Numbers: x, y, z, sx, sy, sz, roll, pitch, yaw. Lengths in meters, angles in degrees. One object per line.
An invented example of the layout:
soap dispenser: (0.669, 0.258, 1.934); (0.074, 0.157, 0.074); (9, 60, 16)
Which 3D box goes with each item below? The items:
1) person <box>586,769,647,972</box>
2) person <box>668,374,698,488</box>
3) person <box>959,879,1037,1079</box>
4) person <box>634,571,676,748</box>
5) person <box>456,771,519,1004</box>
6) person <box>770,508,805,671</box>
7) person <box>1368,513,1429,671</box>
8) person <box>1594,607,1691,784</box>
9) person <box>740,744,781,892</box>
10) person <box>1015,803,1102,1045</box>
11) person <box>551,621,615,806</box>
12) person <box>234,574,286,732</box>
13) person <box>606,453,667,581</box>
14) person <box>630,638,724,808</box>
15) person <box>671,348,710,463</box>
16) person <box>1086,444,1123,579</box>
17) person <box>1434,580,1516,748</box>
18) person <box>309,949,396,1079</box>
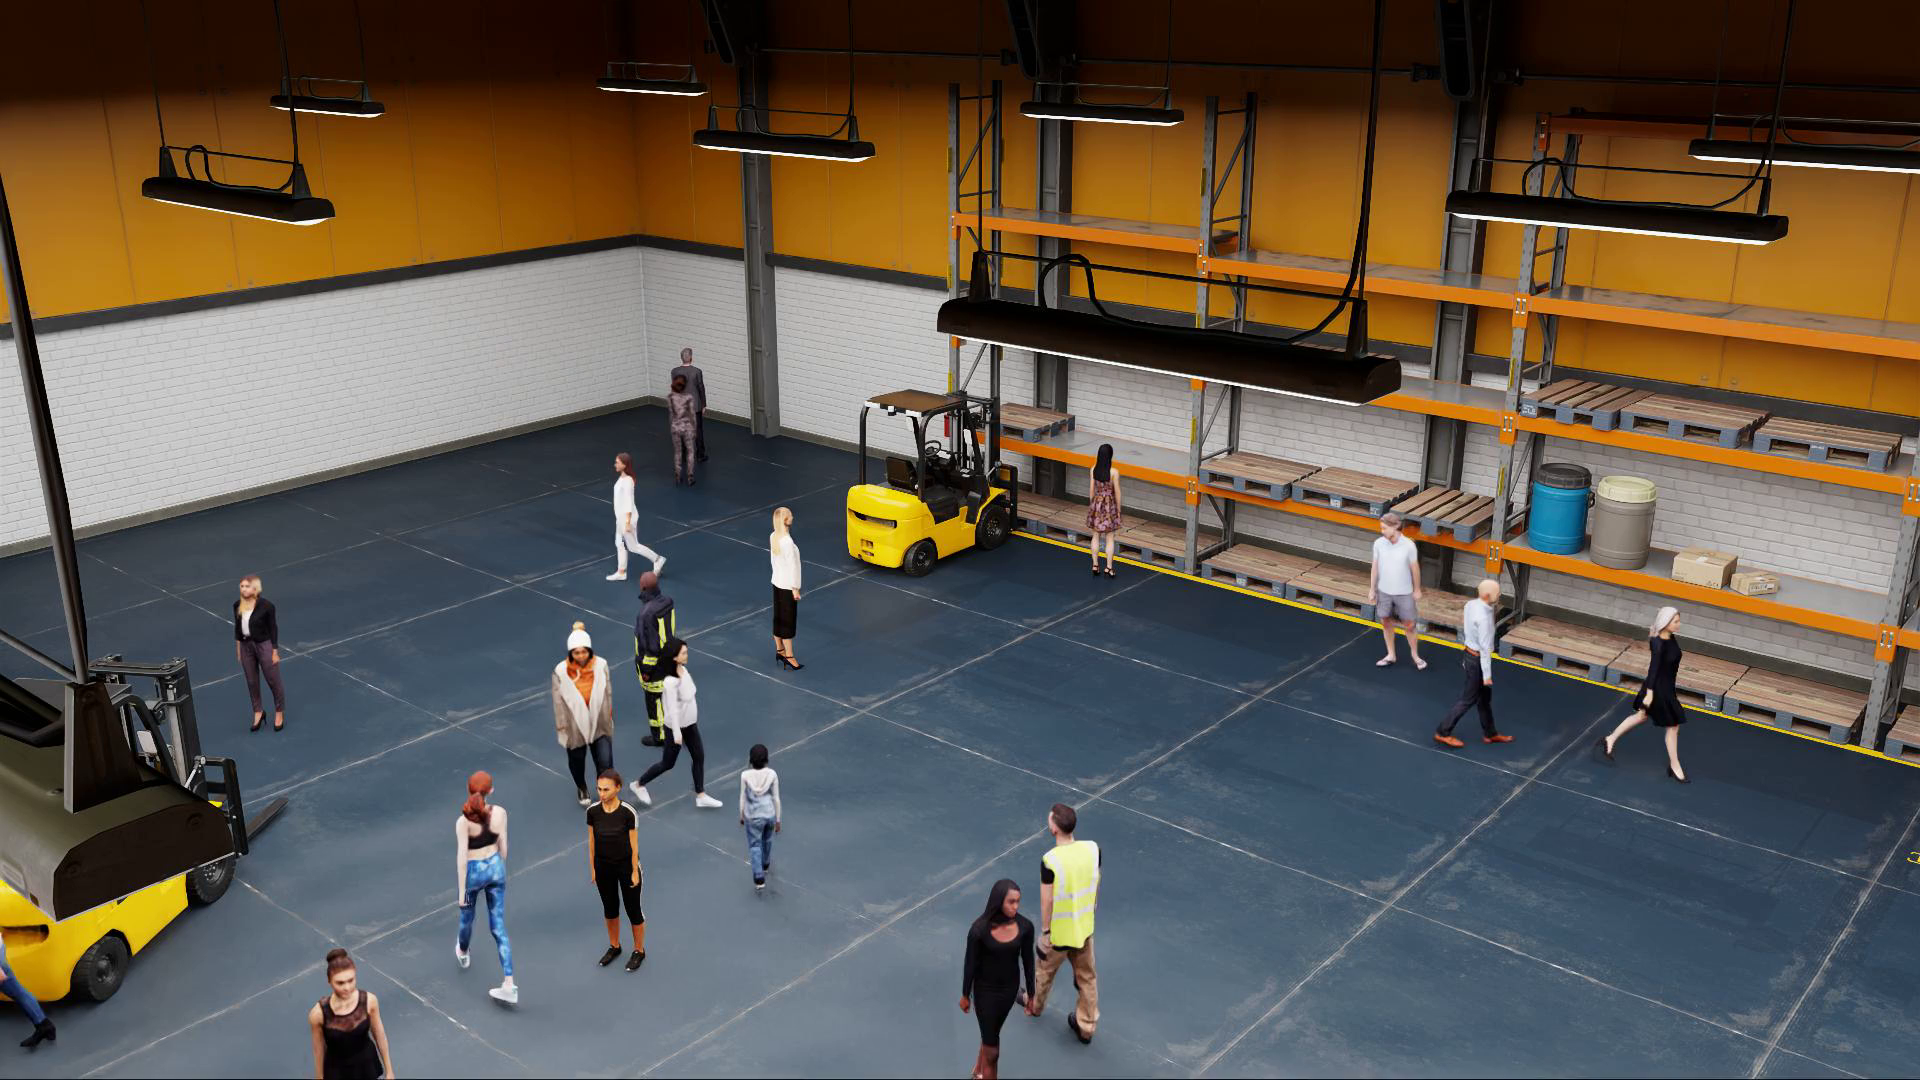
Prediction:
person: (-2.626, 2.509, 12.791); (0.590, 1.669, 0.709); (4, 19, 13)
person: (-4.197, -1.661, 25.098); (0.653, 1.717, 0.733); (2, 19, 6)
person: (0.218, 3.026, 11.232); (0.951, 1.685, 1.113); (-6, 19, -17)
person: (-3.001, 1.159, 16.563); (0.825, 1.820, 0.843); (5, 19, 15)
person: (-3.486, 2.616, 12.386); (0.768, 1.725, 1.244); (-16, 24, -40)
person: (-1.923, 0.531, 18.368); (0.730, 1.858, 0.563); (-12, 22, -31)
person: (4.874, 0.567, 18.366); (0.642, 1.792, 0.932); (6, 20, 18)
person: (6.579, 1.452, 15.878); (1.139, 1.703, 0.610); (13, 23, 34)
person: (-1.684, 2.332, 13.971); (0.744, 1.251, 0.900); (-6, 20, -17)
person: (0.805, 2.769, 11.796); (0.933, 1.811, 1.105); (-10, 21, -27)
person: (-3.434, 1.616, 15.158); (1.063, 1.850, 1.263); (-7, 20, -20)
person: (-7.101, 1.139, 16.855); (0.642, 1.672, 0.740); (2, 19, 6)
person: (-4.142, -0.288, 21.091); (0.969, 1.671, 1.025); (-7, 20, -19)
person: (-2.658, 1.700, 15.190); (1.180, 1.670, 1.008); (3, 19, 9)
person: (-4.285, -2.144, 26.337); (0.766, 1.842, 0.870); (1, 19, 4)
person: (1.844, -0.370, 21.174); (0.666, 1.774, 0.775); (10, 21, 27)
person: (5.035, 1.242, 16.404); (1.165, 1.764, 1.036); (1, 19, 4)
person: (-3.853, 3.307, 10.478); (0.786, 1.633, 1.136); (-12, 22, -31)
